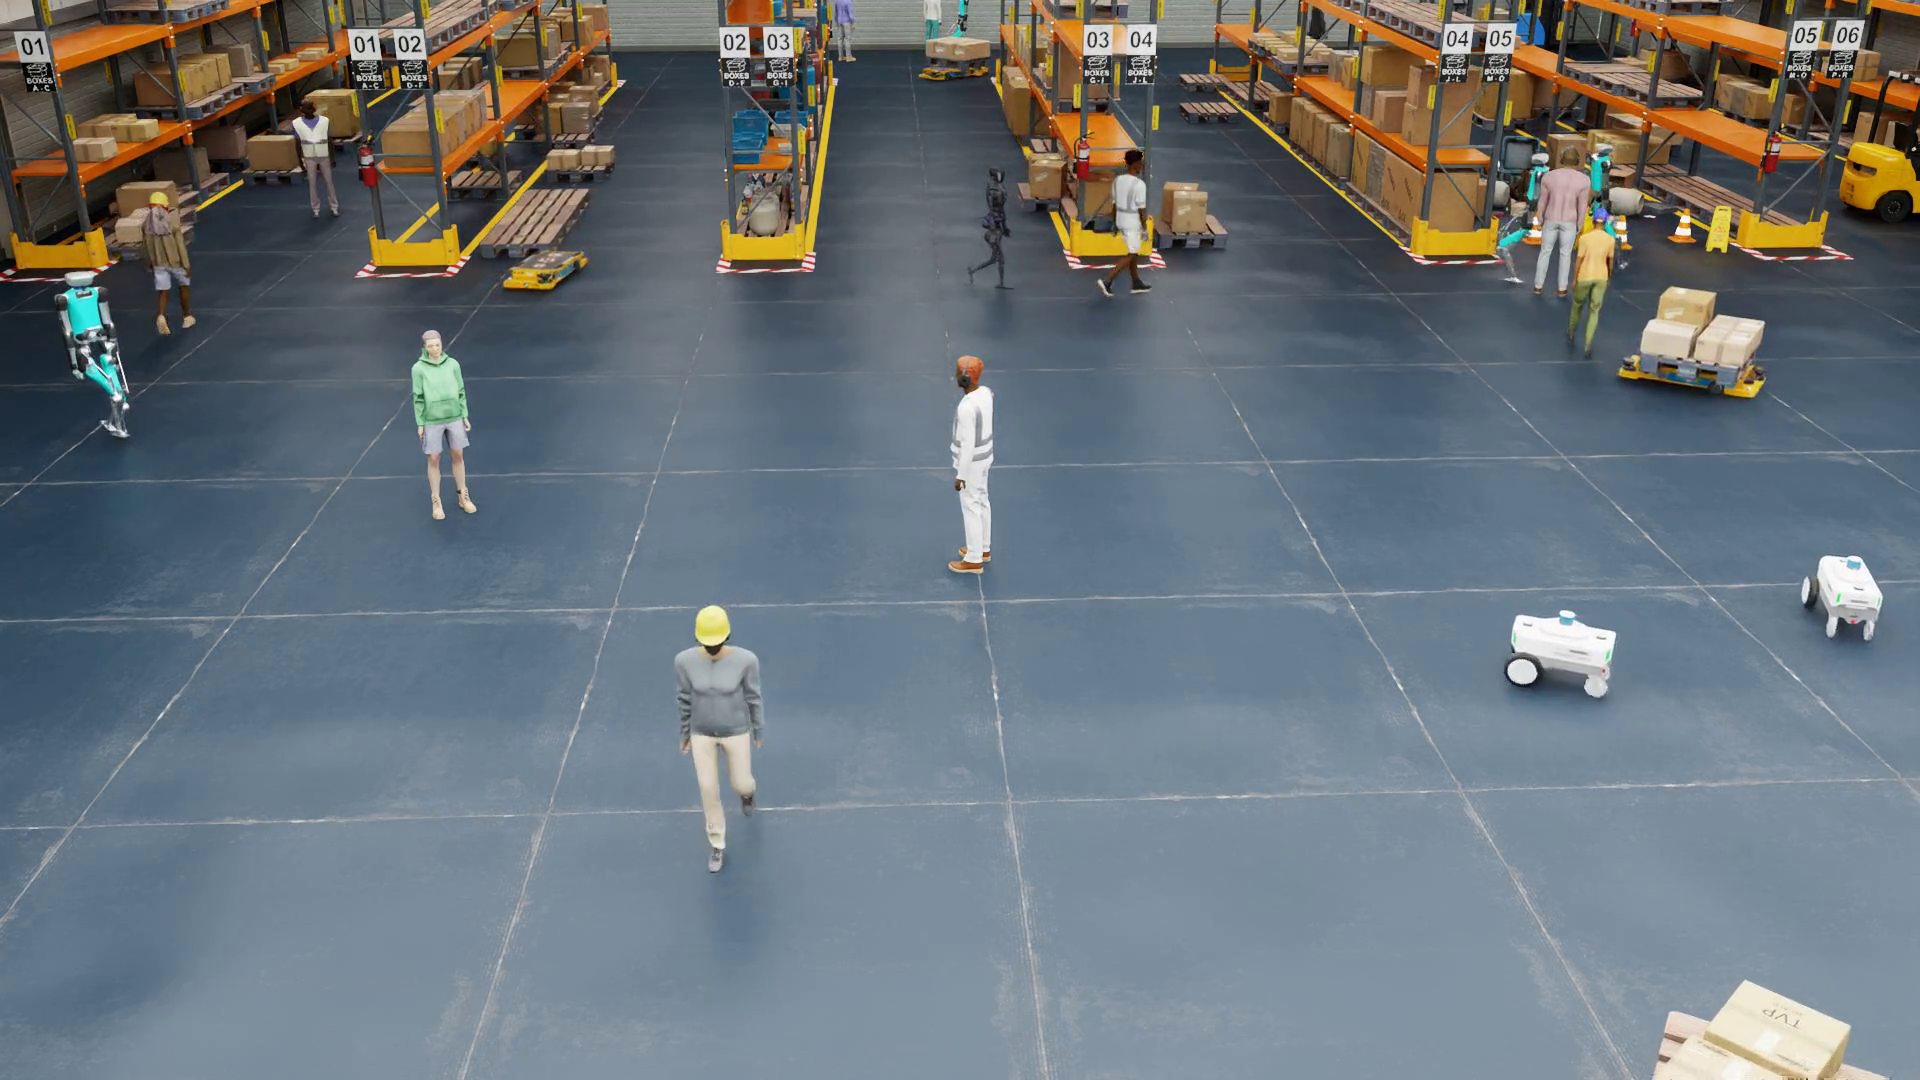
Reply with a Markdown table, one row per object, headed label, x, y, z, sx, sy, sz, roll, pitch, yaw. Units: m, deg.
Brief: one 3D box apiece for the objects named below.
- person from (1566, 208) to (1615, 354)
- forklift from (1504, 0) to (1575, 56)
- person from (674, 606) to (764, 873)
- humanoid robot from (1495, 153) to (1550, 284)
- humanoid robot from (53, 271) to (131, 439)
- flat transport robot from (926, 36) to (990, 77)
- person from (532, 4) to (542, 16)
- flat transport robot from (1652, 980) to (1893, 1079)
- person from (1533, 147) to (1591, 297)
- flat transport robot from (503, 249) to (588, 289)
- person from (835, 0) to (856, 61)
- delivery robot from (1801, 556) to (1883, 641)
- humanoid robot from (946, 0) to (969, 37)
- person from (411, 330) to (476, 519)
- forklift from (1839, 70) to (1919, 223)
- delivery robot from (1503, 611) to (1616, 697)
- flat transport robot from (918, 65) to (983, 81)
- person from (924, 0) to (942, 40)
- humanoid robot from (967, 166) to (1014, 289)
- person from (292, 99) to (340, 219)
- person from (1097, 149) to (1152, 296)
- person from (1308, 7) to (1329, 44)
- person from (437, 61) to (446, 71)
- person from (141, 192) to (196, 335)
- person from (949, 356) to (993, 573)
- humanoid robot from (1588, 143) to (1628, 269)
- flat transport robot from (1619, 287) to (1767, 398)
| label | x | y | z | sx | sy | sz | roll | pitch | yaw |
| --- | --- | --- | --- | --- | --- | --- | --- | --- | --- |
| person | 7.478 | -3.095 | 19.696 | 0.452 | 1.666 | 0.848 | 5 | 25 | 12 |
| forklift | 14.700 | -13.805 | 42.301 | 1.873 | 2.768 | 1.129 | -1 | 24 | -2 |
| person | -1.448 | 1.131 | 10.116 | 0.522 | 1.742 | 0.581 | 0 | 24 | 0 |
| humanoid robot | 7.459 | -4.264 | 22.305 | 0.662 | 1.845 | 0.538 | 8 | 25 | 17 |
| humanoid robot | -8.595 | -1.788 | 16.690 | 0.921 | 1.768 | 0.546 | 16 | 28 | 31 |
| flat transport robot | -0.026 | -11.236 | 39.719 | 0.659 | 0.231 | 1.431 | 19 | 30 | 36 |
| person | -10.379 | -12.652 | 40.942 | 0.529 | 1.860 | 0.384 | 22 | 32 | 40 |
| flat transport robot | 3.853 | 2.962 | 7.816 | 0.659 | 0.231 | 1.431 | 13 | 27 | 27 |
| person | 7.862 | -4.161 | 21.789 | 0.622 | 1.931 | 0.375 | 11 | 26 | 23 |
| flat transport robot | -5.680 | -3.720 | 22.831 | 0.659 | 0.231 | 1.431 | 4 | 24 | 8 |
| person | -2.889 | -12.895 | 41.567 | 0.606 | 1.797 | 0.379 | 17 | 29 | 33 |
| delivery robot | 7.032 | 0.410 | 13.176 | 0.499 | 0.576 | 0.757 | 6 | 25 | 14 |
| humanoid robot | -0.109 | -12.625 | 41.071 | 0.677 | 1.842 | 0.536 | -6 | 25 | -13 |
| person | -4.680 | -1.057 | 15.037 | 0.469 | 1.741 | 0.346 | -14 | 28 | -28 |
| forklift | 15.132 | -6.143 | 25.915 | 2.313 | 2.155 | 1.214 | -1 | 24 | -2 |
| delivery robot | 4.444 | 0.800 | 12.293 | 0.747 | 0.570 | 0.499 | 10 | 26 | 22 |
| flat transport robot | -0.226 | -11.041 | 39.280 | 1.431 | 0.231 | 0.659 | -17 | 29 | -34 |
| person | -0.689 | -13.287 | 42.485 | 0.524 | 1.768 | 0.329 | 17 | 29 | 33 |
| humanoid robot | 0.404 | -4.171 | 22.144 | 0.698 | 1.623 | 0.591 | 7 | 25 | 16 |
| person | -10.032 | -5.948 | 25.915 | 0.558 | 1.837 | 0.394 | -10 | 26 | -21 |
| person | 2.179 | -4.121 | 21.685 | 0.862 | 1.940 | 0.612 | -12 | 26 | -24 |
| person | 8.618 | -12.100 | 39.769 | 0.897 | 1.810 | 0.540 | 2 | 24 | 6 |
| person | -11.309 | -10.265 | 35.809 | 0.523 | 1.668 | 0.792 | -2 | 24 | -6 |
| person | -9.658 | -3.365 | 20.240 | 0.548 | 1.724 | 0.767 | -3 | 24 | -7 |
| person | 0.098 | -0.634 | 13.912 | 0.339 | 1.882 | 0.582 | 8 | 25 | 17 |
| humanoid robot | 9.049 | -4.549 | 22.993 | 0.843 | 1.857 | 0.546 | -1 | 24 | -2 |
| flat transport robot | 8.239 | -1.883 | 18.704 | 1.431 | 0.231 | 0.659 | 15 | 28 | 30 |
